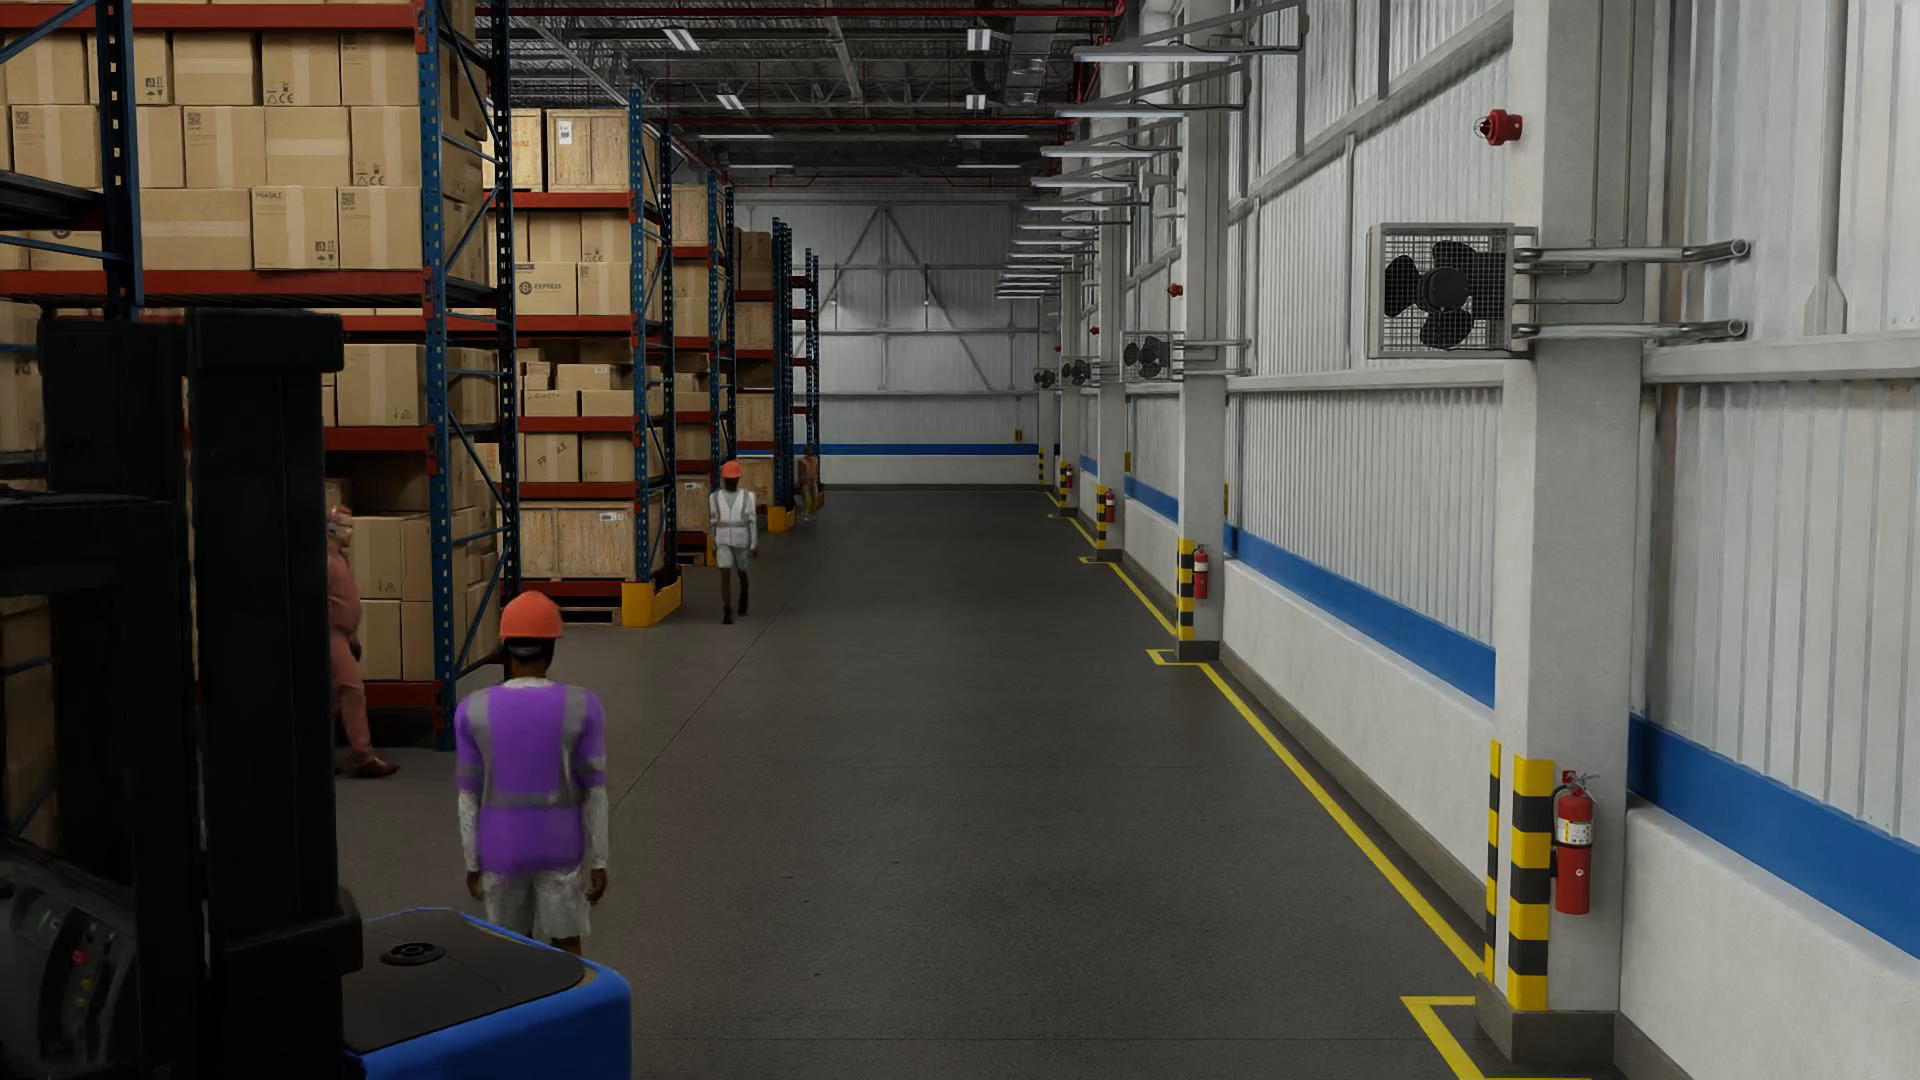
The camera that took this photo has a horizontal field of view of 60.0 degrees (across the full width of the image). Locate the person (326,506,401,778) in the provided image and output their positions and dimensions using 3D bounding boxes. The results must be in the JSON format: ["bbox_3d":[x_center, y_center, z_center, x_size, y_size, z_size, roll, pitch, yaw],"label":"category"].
[{"bbox_3d":[-4.201,0.705,11.442,0.842,1.873,0.658,-1,5,-11],"label":"person"}]

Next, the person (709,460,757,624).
[{"bbox_3d":[-2.646,0.005,19.483,0.553,1.910,0.857,0,5,-1],"label":"person"}]

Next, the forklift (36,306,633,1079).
[{"bbox_3d":[-1.832,0.847,4.050,1.129,2.768,1.873,4,7,42],"label":"forklift"}]

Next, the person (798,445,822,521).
[{"bbox_3d":[-3.137,-1.181,34.941,0.532,1.616,0.649,-3,6,-31],"label":"person"}]

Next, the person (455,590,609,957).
[{"bbox_3d":[-1.569,1.152,6.098,0.547,1.917,0.660,-1,5,-10],"label":"person"}]
